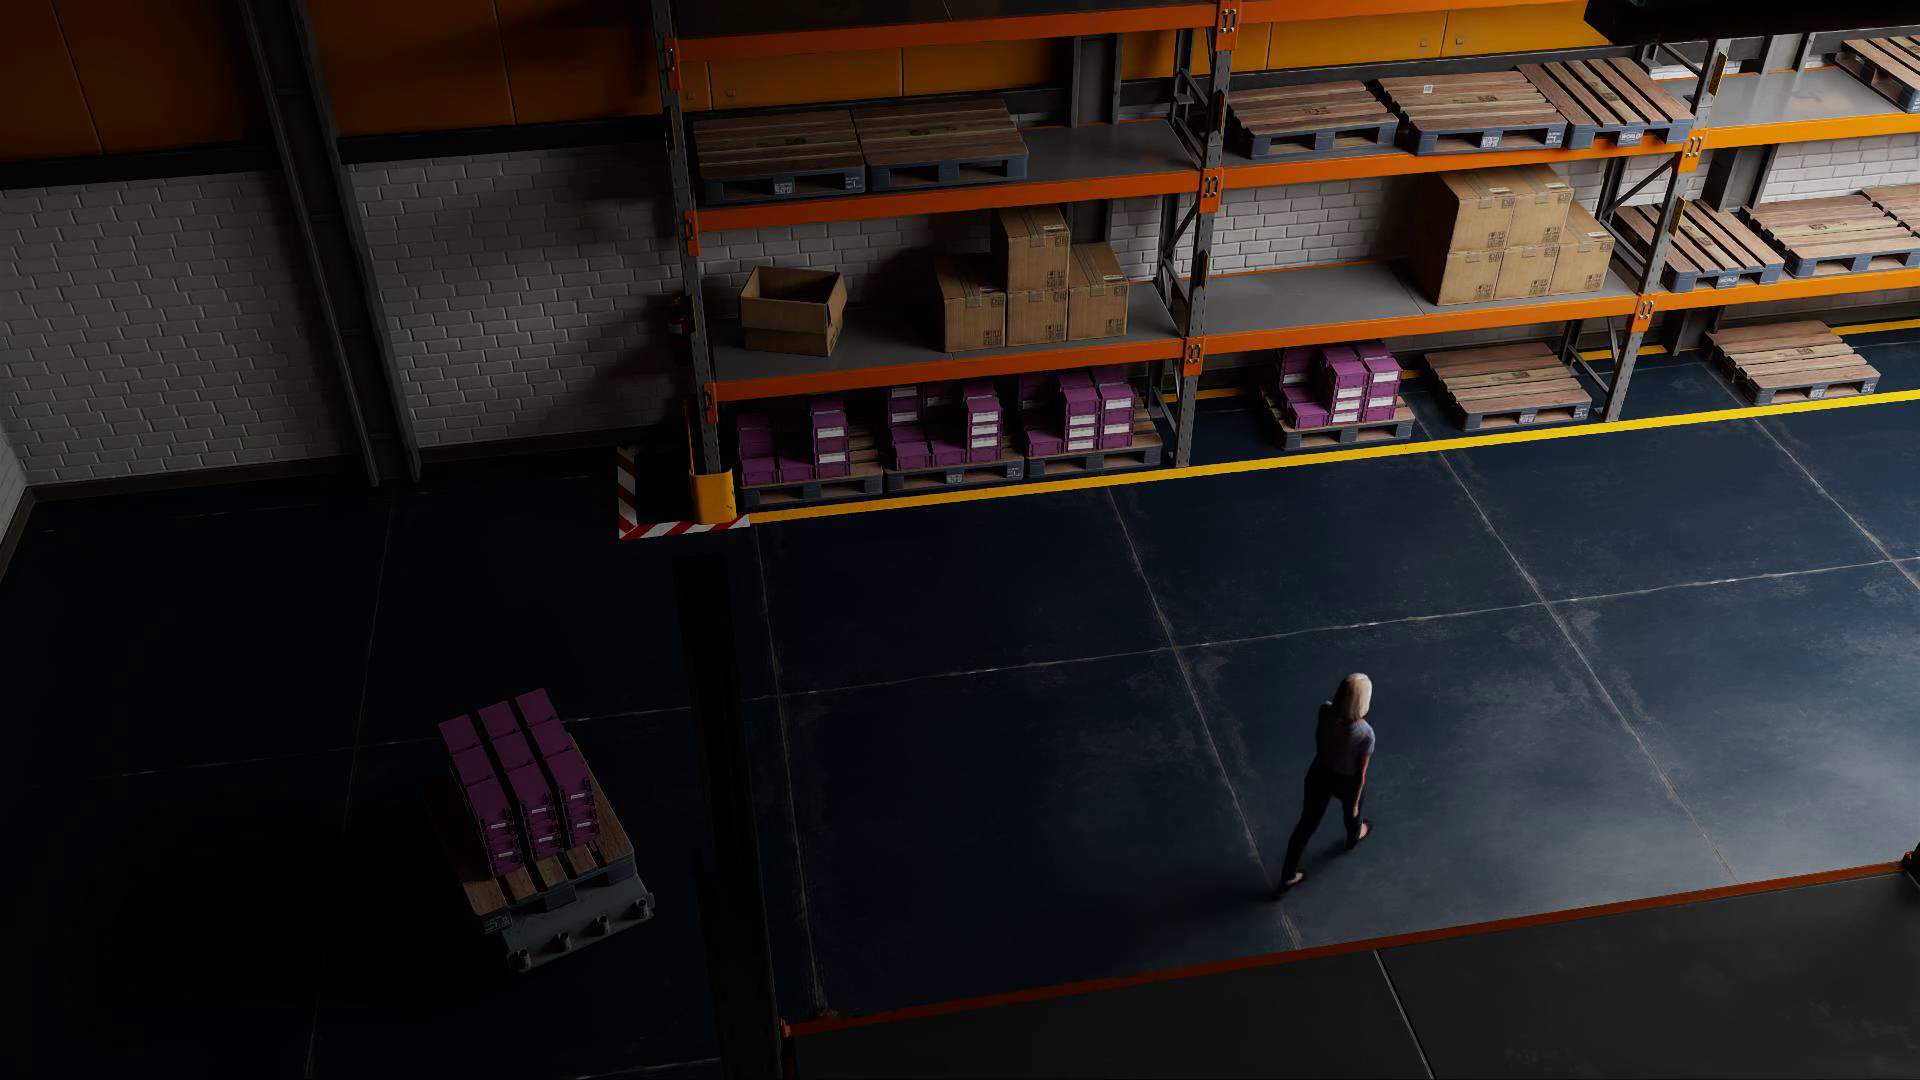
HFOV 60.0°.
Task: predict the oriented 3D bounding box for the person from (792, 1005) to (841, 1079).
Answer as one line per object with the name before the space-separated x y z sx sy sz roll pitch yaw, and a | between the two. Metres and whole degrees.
person | -0.746 3.015 8.471 0.989 1.727 1.083 28 46 30

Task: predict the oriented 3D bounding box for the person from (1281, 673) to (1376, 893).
person | 2.283 1.538 10.359 1.176 1.679 1.001 -31 48 -33
